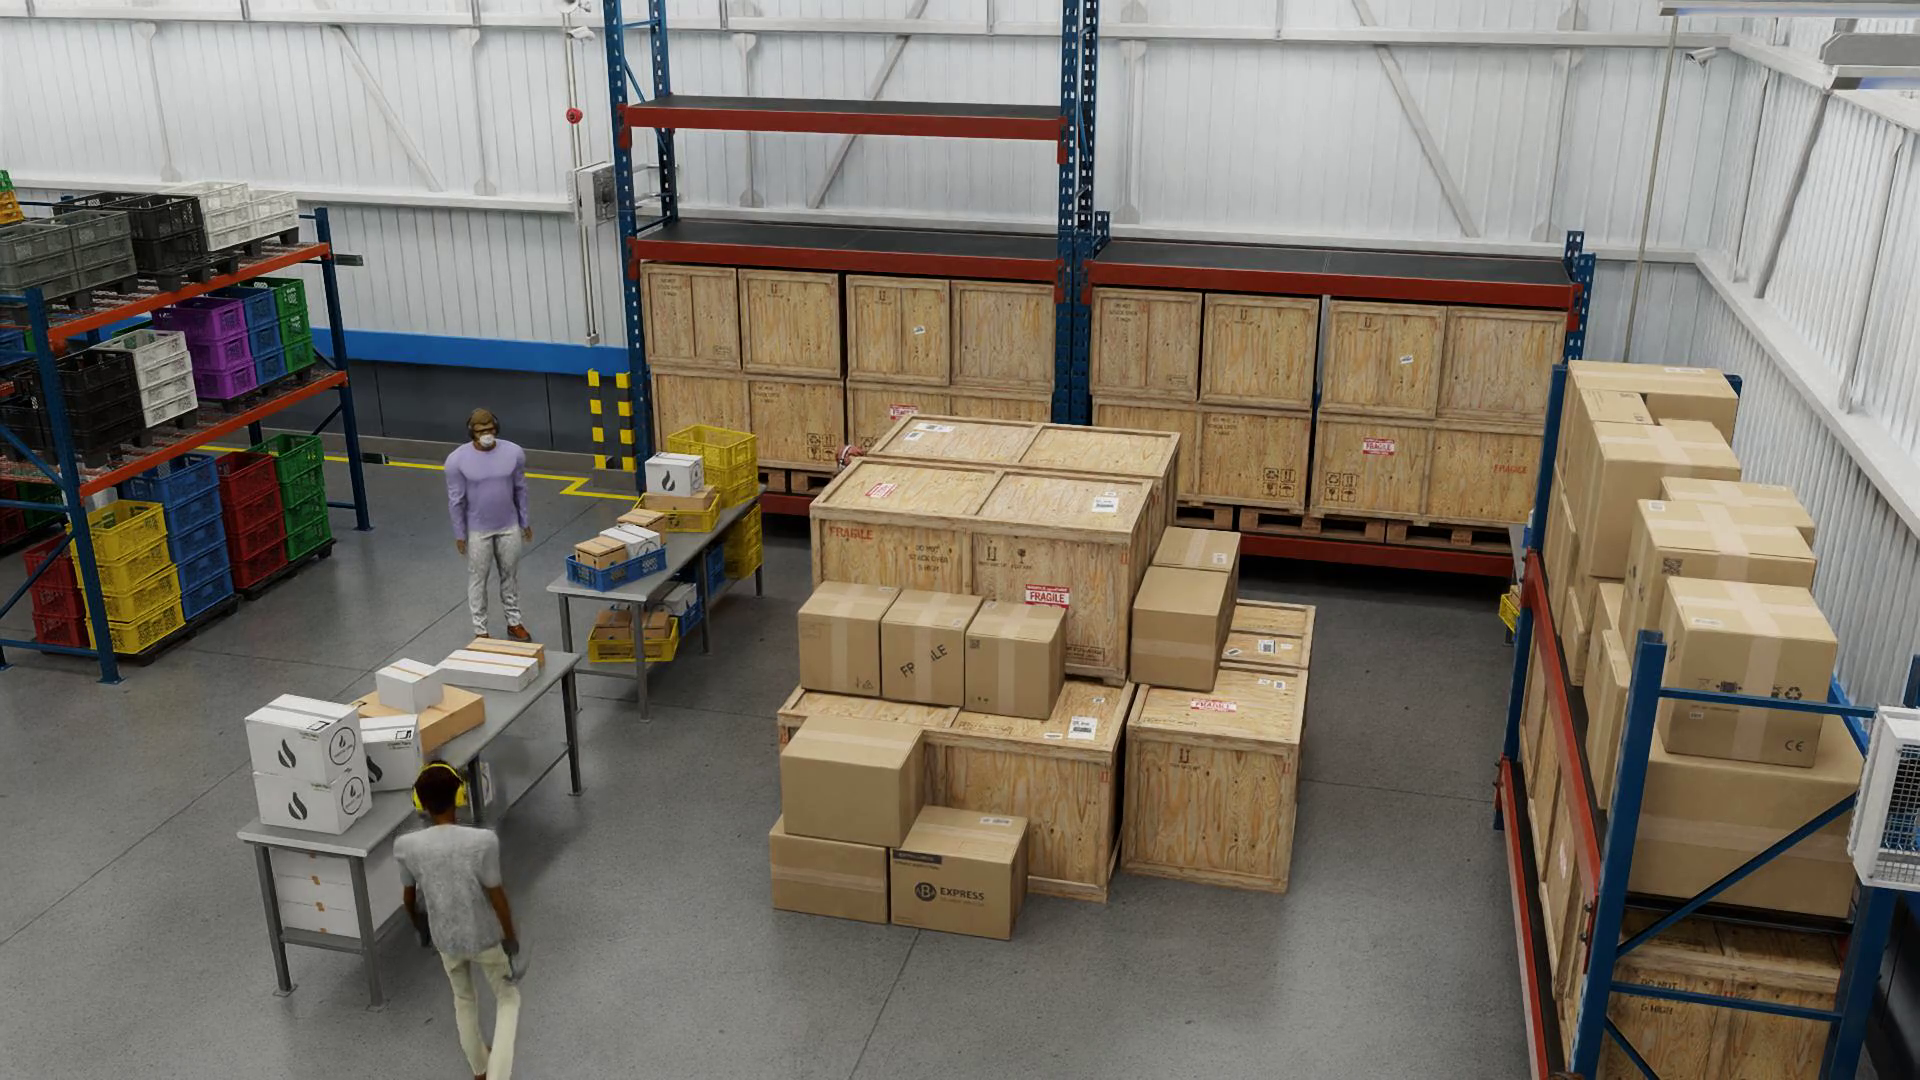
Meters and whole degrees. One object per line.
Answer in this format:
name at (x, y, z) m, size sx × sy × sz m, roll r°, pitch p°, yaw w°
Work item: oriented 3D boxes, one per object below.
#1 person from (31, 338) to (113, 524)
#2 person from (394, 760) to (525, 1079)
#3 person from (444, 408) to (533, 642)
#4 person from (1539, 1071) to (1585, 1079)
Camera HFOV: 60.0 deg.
person at (-8.123, -0.944, 15.236) m, size 0.584 × 1.881 × 0.337 m, roll -5°, pitch 22°, yaw -14°
person at (-2.326, 1.905, 7.832) m, size 0.571 × 1.845 × 0.783 m, roll -1°, pitch 21°, yaw -3°
person at (-3.633, -0.096, 12.940) m, size 0.629 × 1.940 × 0.379 m, roll -13°, pitch 25°, yaw -31°
person at (2.024, 2.658, 5.870) m, size 0.429 × 1.844 × 0.625 m, roll -15°, pitch 25°, yaw -34°
